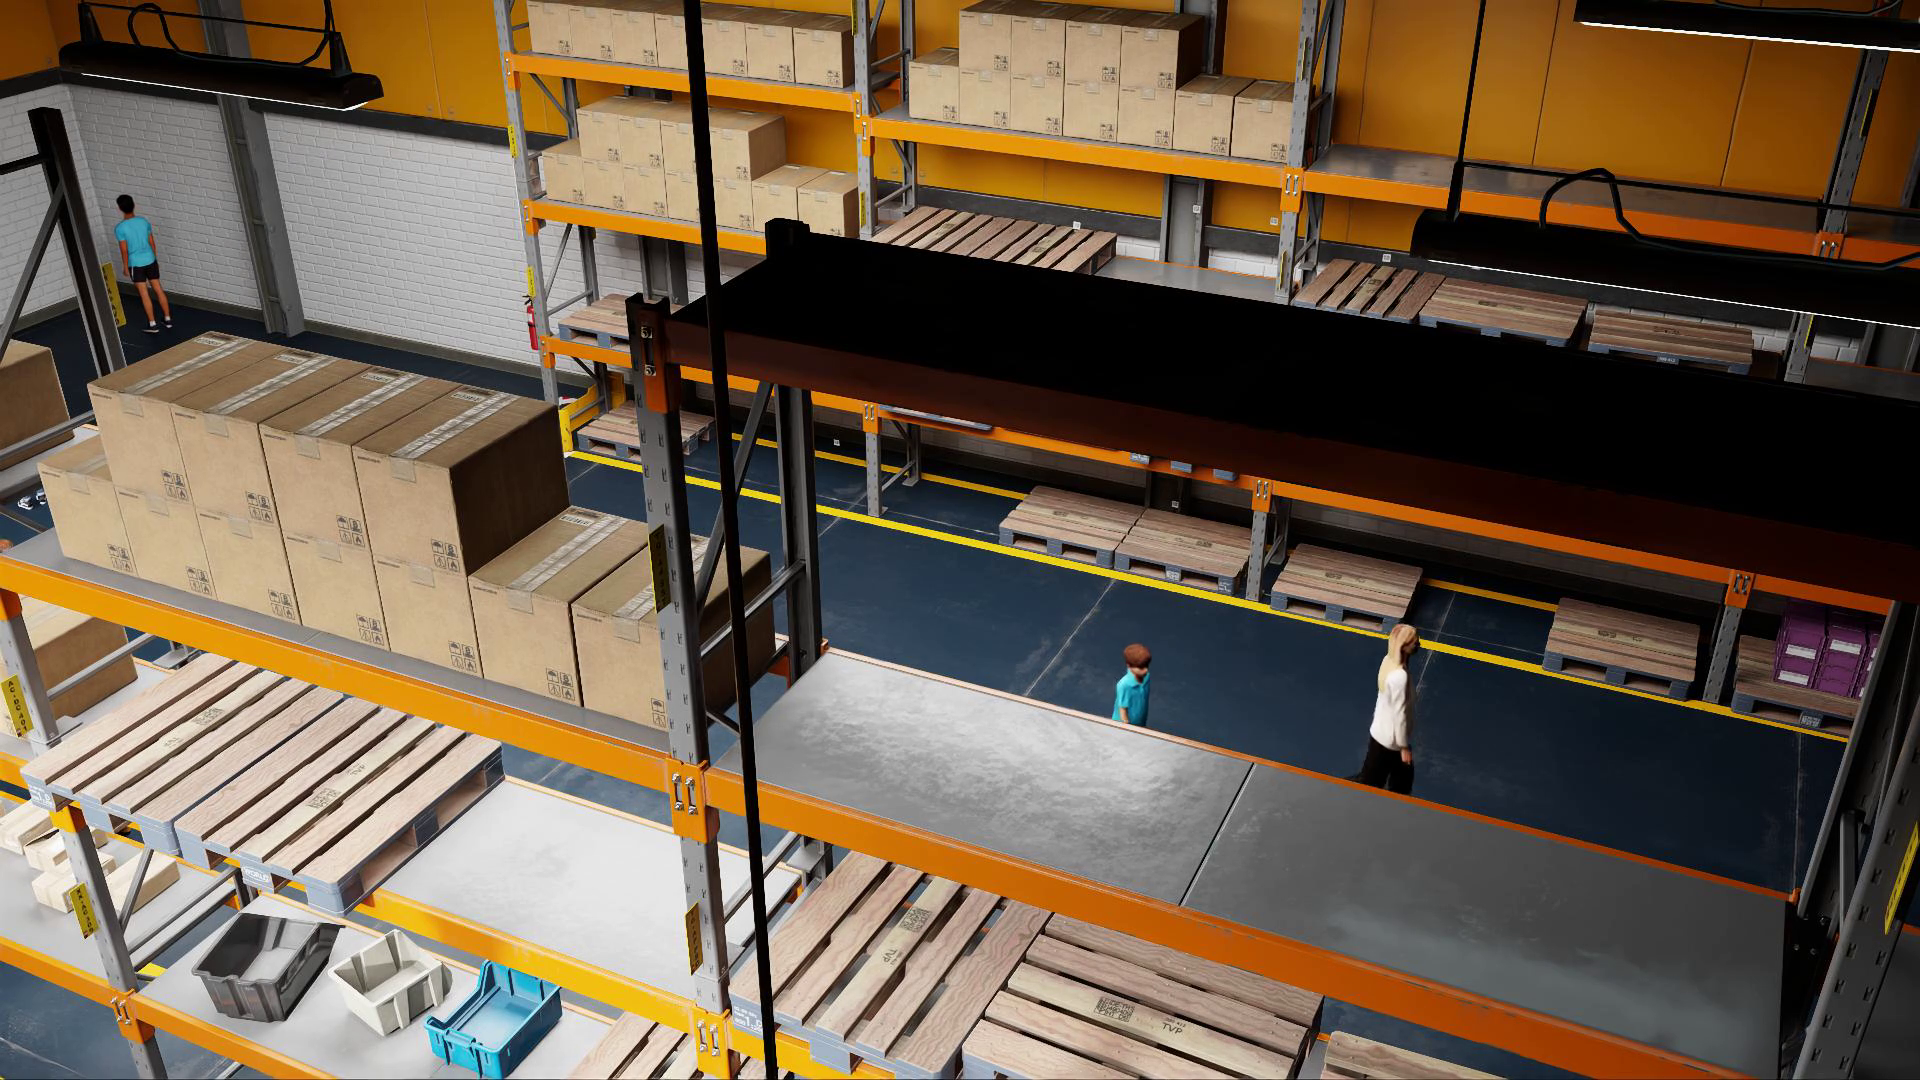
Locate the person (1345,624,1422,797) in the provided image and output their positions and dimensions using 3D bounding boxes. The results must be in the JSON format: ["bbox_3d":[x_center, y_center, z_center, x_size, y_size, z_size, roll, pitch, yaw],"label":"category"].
[{"bbox_3d":[3.014,1.445,12.054,1.207,1.828,0.829,5,29,10],"label":"person"}]

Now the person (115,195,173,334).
[{"bbox_3d":[-10.433,-3.531,21.231,0.585,1.776,0.660,20,34,32],"label":"person"}]

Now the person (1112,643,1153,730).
[{"bbox_3d":[1.226,1.379,12.604,0.785,1.419,0.971,-20,34,-32],"label":"person"}]
